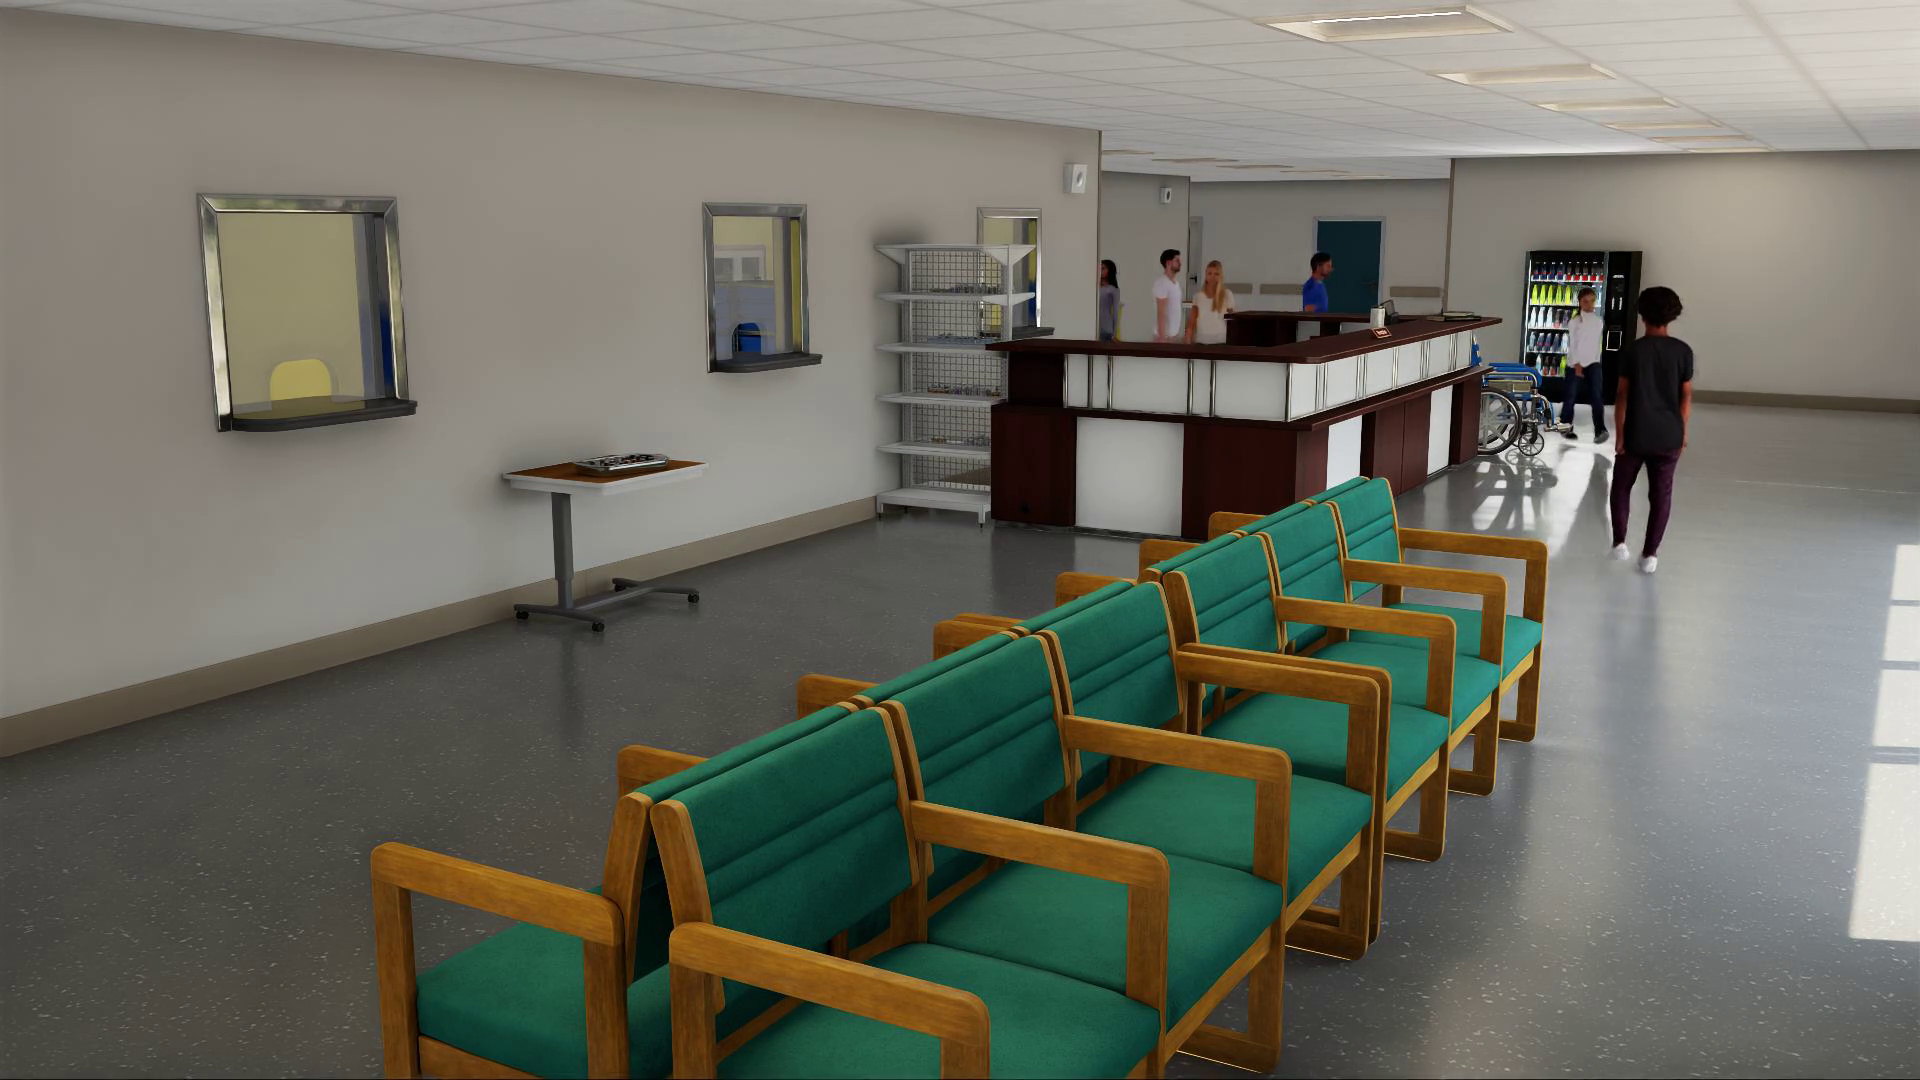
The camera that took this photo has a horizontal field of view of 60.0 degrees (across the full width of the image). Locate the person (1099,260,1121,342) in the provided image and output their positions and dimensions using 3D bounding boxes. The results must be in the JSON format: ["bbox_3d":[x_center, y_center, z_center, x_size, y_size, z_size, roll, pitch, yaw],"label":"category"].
[{"bbox_3d":[1.807,-2.524,20.225,0.952,1.713,1.045,-8,13,-35],"label":"person"}]

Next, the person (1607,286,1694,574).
[{"bbox_3d":[4.303,-0.675,10.336,0.687,1.768,0.762,3,11,15],"label":"person"}]

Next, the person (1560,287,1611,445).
[{"bbox_3d":[6.079,-1.684,16.355,1.070,1.506,0.941,-1,11,-3],"label":"person"}]

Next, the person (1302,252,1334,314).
[{"bbox_3d":[3.699,-2.149,17.878,0.679,1.850,0.671,4,12,21],"label":"person"}]

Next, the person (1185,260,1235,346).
[{"bbox_3d":[2.581,-1.914,16.793,0.552,1.794,0.707,8,13,36],"label":"person"}]

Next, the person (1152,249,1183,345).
[{"bbox_3d":[2.222,-2.262,18.413,0.908,1.873,0.715,5,12,24],"label":"person"}]
